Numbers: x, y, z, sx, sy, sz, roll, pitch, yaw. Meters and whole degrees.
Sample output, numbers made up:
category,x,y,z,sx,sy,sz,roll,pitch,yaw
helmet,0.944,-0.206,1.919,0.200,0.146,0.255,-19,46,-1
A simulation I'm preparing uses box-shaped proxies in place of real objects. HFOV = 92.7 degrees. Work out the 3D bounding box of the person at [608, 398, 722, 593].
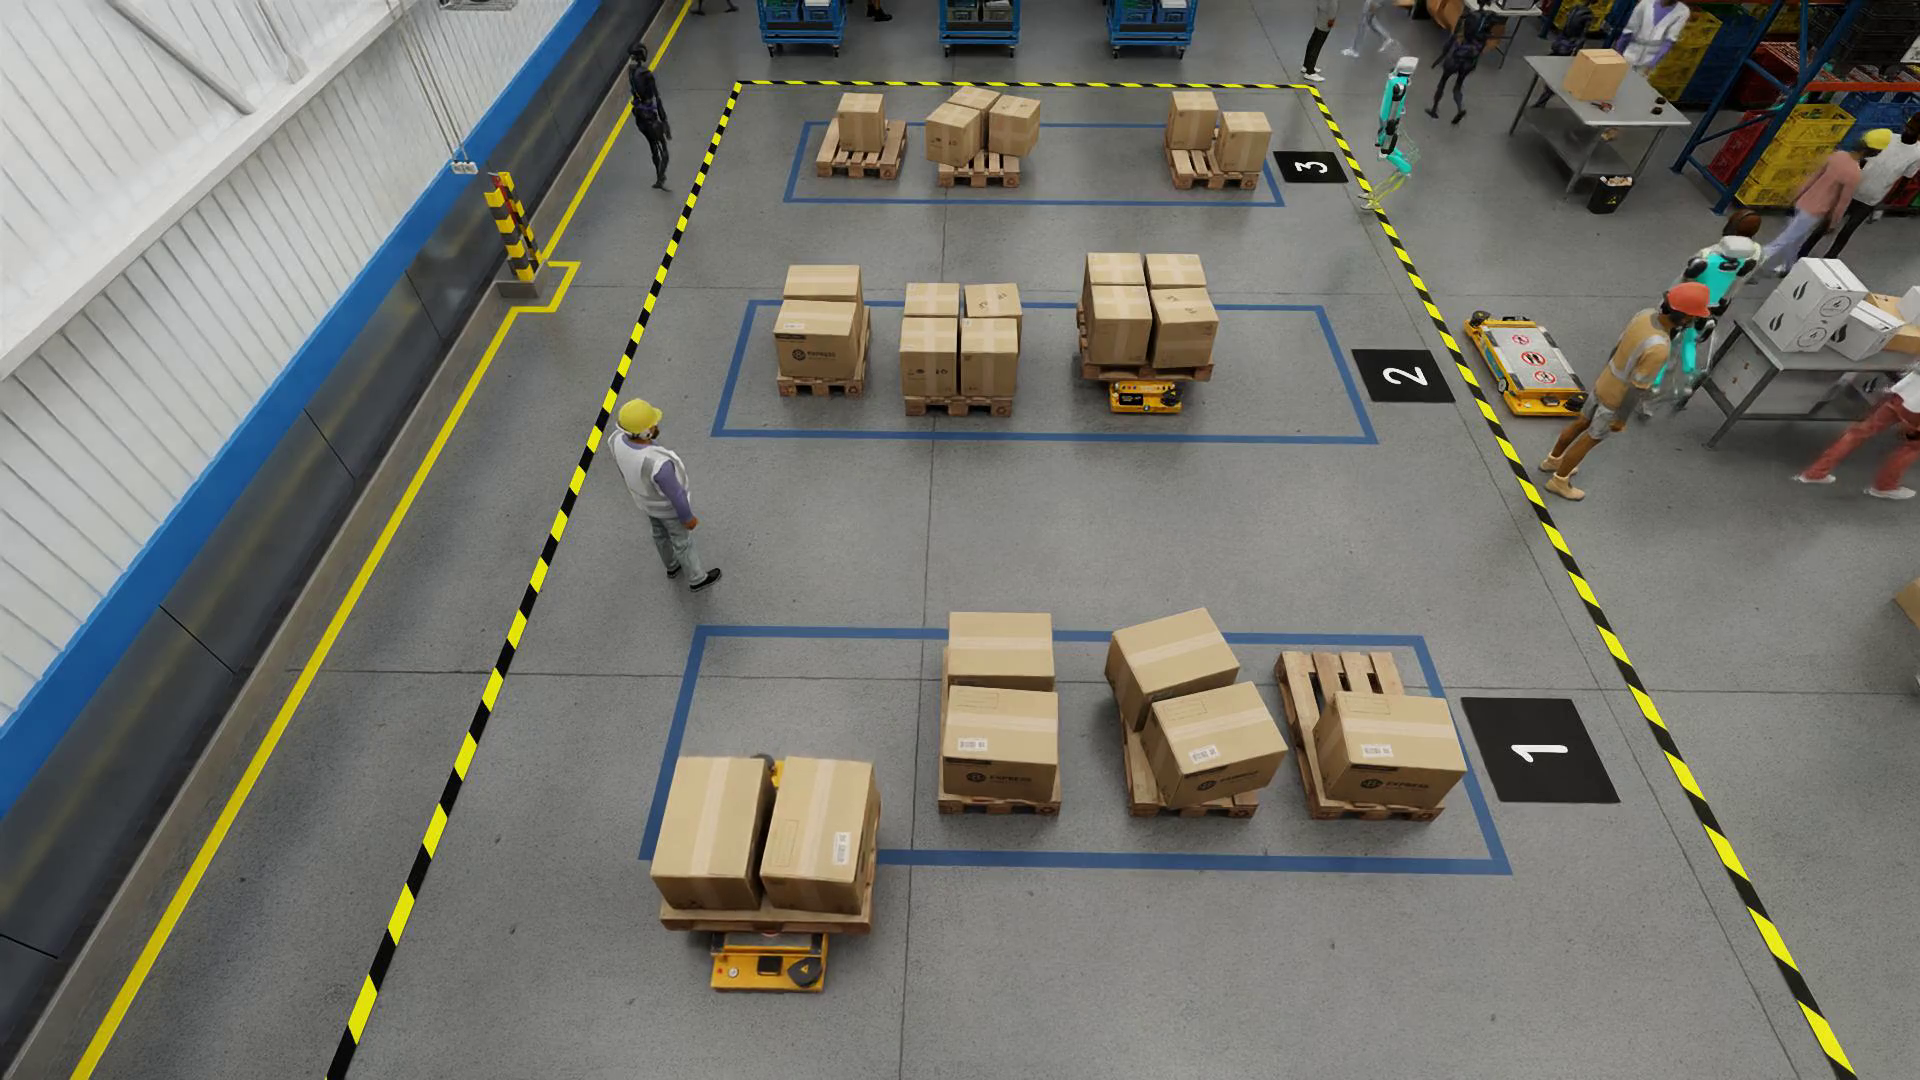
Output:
category,x,y,z,sx,sy,sz,roll,pitch,yaw
person,-2.181,-0.311,6.767,0.602,1.830,0.404,29,55,23

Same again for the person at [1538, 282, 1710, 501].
category,x,y,z,sx,sy,sz,roll,pitch,yaw
person,5.321,-1.180,7.383,0.373,2.040,0.613,12,50,10

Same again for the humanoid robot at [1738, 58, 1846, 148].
category,x,y,z,sx,sy,sz,roll,pitch,yaw
humanoid robot,10.395,-5.569,11.398,1.052,1.741,0.550,0,49,0

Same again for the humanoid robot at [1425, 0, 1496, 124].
category,x,y,z,sx,sy,sz,roll,pitch,yaw
humanoid robot,6.665,-6.375,12.133,0.600,1.639,0.607,-7,49,-6

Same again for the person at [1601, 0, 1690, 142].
category,x,y,z,sx,sy,sz,roll,pitch,yaw
person,8.602,-6.107,11.663,0.595,2.017,0.493,23,53,19

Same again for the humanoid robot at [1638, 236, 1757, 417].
category,x,y,z,sx,sy,sz,roll,pitch,yaw
humanoid robot,6.416,-1.695,8.063,0.538,1.850,0.694,-2,49,-2

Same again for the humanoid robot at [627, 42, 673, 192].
category,x,y,z,sx,sy,sz,roll,pitch,yaw
humanoid robot,-3.752,-5.029,10.958,0.620,1.647,0.453,37,58,27

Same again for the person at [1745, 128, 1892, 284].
category,x,y,z,sx,sy,sz,roll,pitch,yaw
person,8.974,-3.412,9.516,0.845,1.729,0.535,9,50,7

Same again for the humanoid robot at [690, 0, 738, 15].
category,x,y,z,sx,sy,sz,roll,pitch,yaw
humanoid robot,-4.099,-9.323,14.700,0.783,1.625,0.602,0,49,0

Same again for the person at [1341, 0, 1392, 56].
category,x,y,z,sx,sy,sz,roll,pitch,yaw
person,6.198,-8.004,13.504,0.574,1.702,0.493,27,54,22

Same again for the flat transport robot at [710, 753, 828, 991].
category,x,y,z,sx,sy,sz,roll,pitch,yaw
flat transport robot,-1.115,2.034,5.754,0.652,0.197,1.431,1,49,1

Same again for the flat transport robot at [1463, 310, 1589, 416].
category,x,y,z,sx,sy,sz,roll,pitch,yaw
flat transport robot,5.573,-1.757,9.054,0.659,0.231,1.431,1,49,1

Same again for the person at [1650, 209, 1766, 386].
category,x,y,z,sx,sy,sz,roll,pitch,yaw
person,6.633,-2.114,8.328,0.627,1.835,0.431,-5,49,-4

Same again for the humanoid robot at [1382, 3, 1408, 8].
category,x,y,z,sx,sy,sz,roll,pitch,yaw
humanoid robot,7.287,-9.489,14.856,0.700,1.648,0.616,-6,49,-5

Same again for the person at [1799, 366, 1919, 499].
category,x,y,z,sx,sy,sz,roll,pitch,yaw
person,7.876,-1.095,7.413,0.911,1.877,0.610,3,49,2

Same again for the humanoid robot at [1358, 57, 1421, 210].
category,x,y,z,sx,sy,sz,roll,pitch,yaw
humanoid robot,5.037,-4.591,10.450,0.735,1.673,0.533,9,50,8

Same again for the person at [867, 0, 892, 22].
category,x,y,z,sx,sy,sz,roll,pitch,yaw
person,-1.343,-9.295,14.476,0.362,1.935,0.551,-25,54,-20

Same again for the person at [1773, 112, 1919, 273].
category,x,y,z,sx,sy,sz,roll,pitch,yaw
person,9.374,-3.544,9.547,0.327,1.865,0.516,-24,53,-19

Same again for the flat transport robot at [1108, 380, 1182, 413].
category,x,y,z,sx,sy,sz,roll,pitch,yaw
flat transport robot,1.773,-1.807,9.079,0.652,0.197,1.431,1,49,1

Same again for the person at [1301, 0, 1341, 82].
category,x,y,z,sx,sy,sz,roll,pitch,yaw
person,5.253,-7.539,13.012,0.371,1.852,0.588,5,49,4

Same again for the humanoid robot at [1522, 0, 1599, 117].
category,x,y,z,sx,sy,sz,roll,pitch,yaw
humanoid robot,8.096,-6.480,12.226,0.593,1.635,0.608,1,49,1

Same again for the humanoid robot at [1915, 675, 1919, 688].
category,x,y,z,sx,sy,sz,roll,pitch,yaw
humanoid robot,7.007,0.691,5.960,0.541,1.731,0.993,5,49,4
